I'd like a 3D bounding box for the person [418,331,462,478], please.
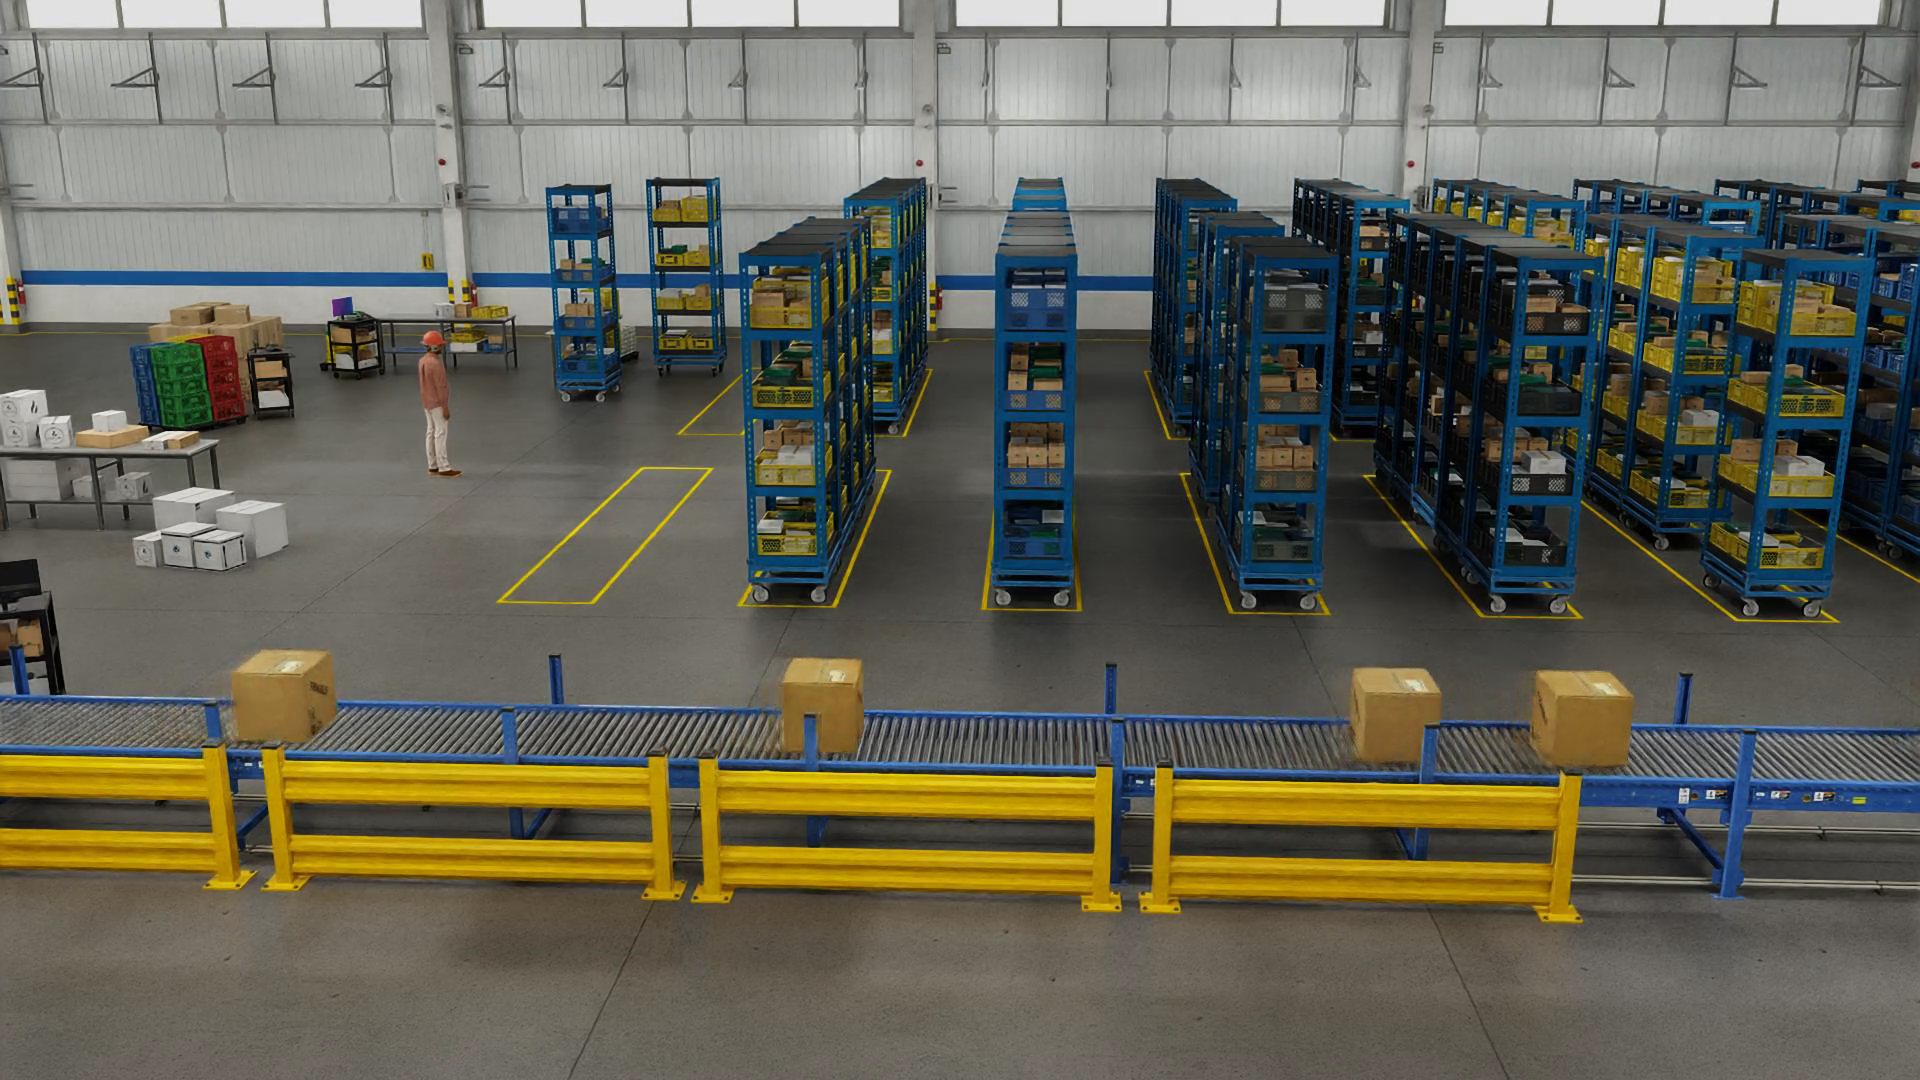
[{"bbox_3d":[-7.103,-1.839,22.585,0.376,1.995,0.609,-13,20,-40],"label":"person"}]
